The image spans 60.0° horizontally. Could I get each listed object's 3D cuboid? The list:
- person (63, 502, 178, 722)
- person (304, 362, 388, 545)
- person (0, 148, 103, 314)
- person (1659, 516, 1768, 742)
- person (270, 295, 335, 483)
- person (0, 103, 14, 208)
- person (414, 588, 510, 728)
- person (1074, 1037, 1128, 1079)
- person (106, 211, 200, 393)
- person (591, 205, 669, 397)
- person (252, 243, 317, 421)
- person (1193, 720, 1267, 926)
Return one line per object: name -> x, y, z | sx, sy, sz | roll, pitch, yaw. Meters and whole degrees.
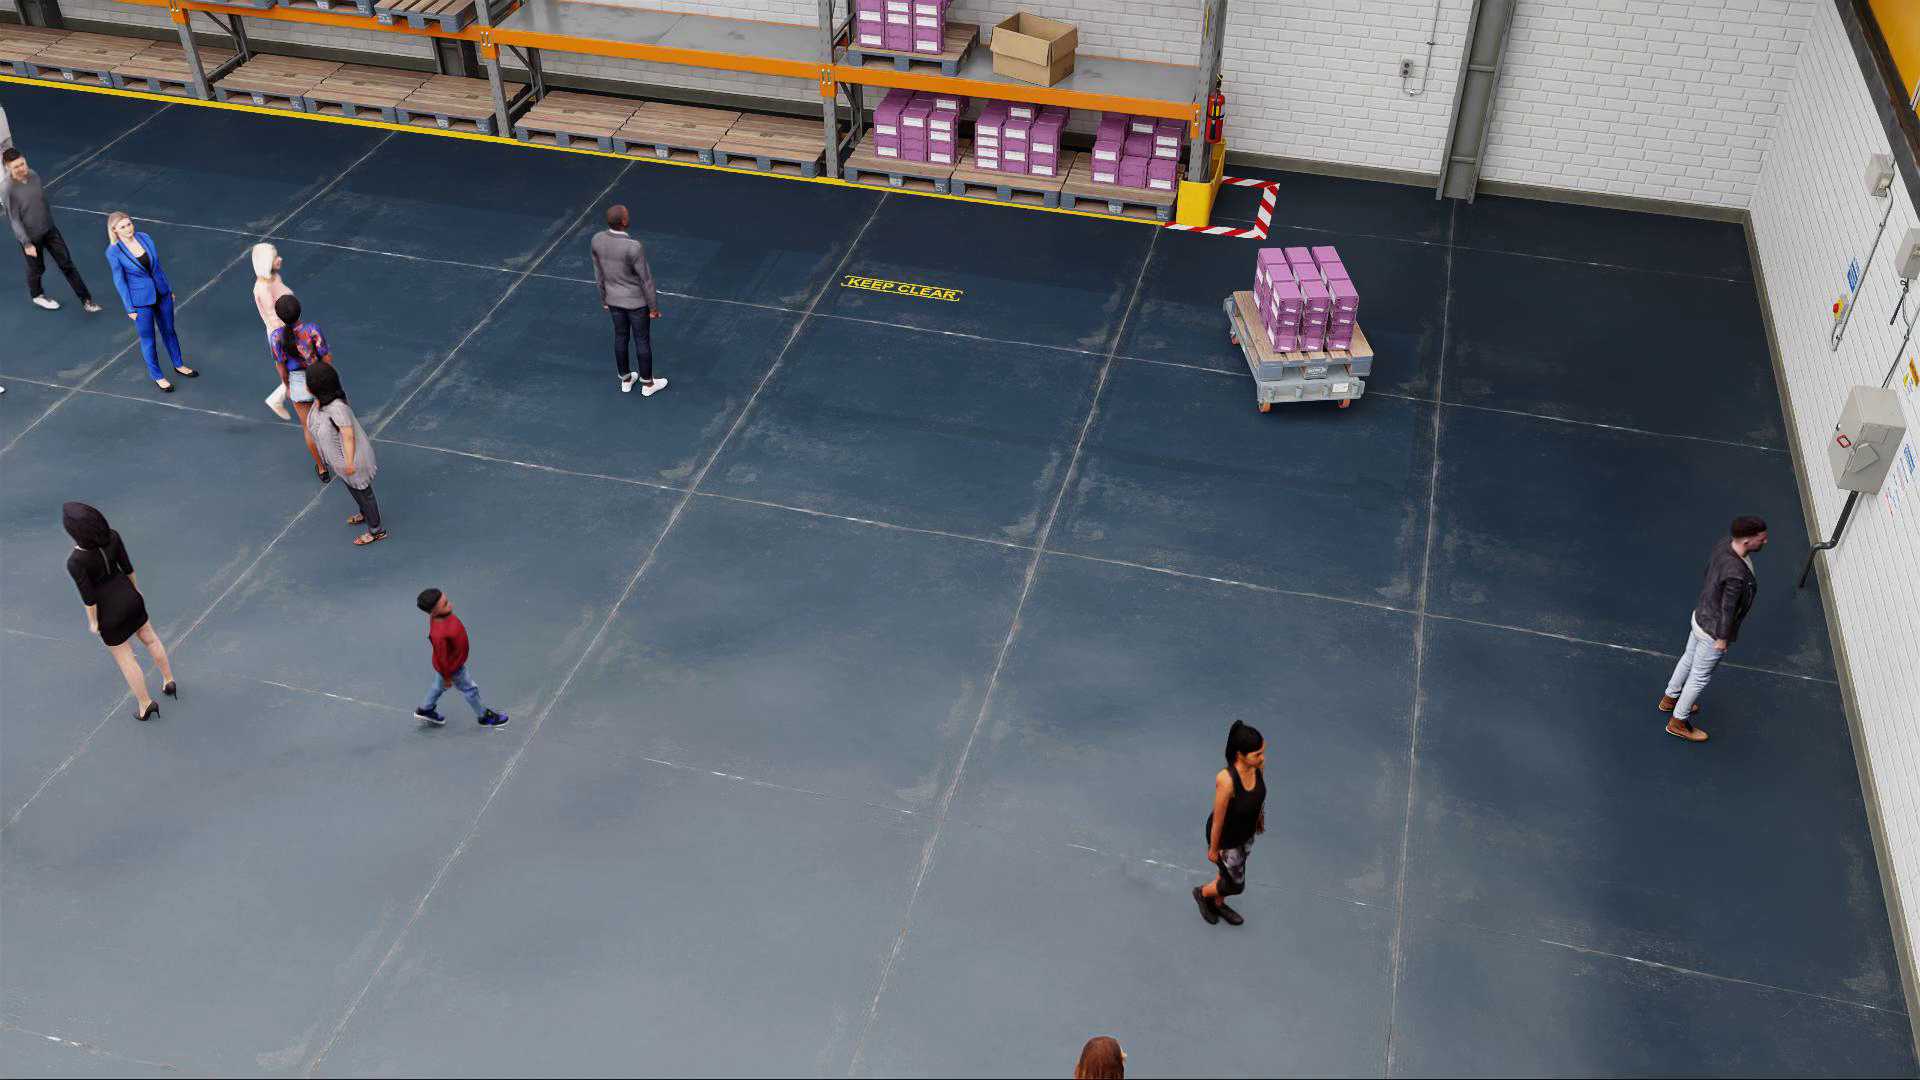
person -> -5.756, 0.484, 11.377 | 0.509, 1.806, 0.607 | 14, 41, 17
person -> -4.801, -0.708, 13.028 | 0.825, 1.609, 0.770 | -17, 42, -20
person -> -8.774, -2.916, 15.699 | 1.157, 1.725, 0.772 | 13, 41, 16
person -> 5.096, 0.565, 11.251 | 0.567, 1.837, 0.676 | 5, 39, 7
person -> -5.304, -1.249, 13.598 | 0.630, 1.743, 0.732 | -12, 40, -14
person -> -10.079, -4.193, 17.329 | 0.610, 1.688, 0.655 | 0, 39, 0
person -> -3.563, 0.827, 11.403 | 0.933, 1.239, 0.750 | -8, 39, -10
person -> 0.669, 3.019, 8.278 | 0.678, 1.712, 0.646 | -11, 40, -13
person -> -7.204, -2.137, 14.745 | 0.623, 1.700, 0.674 | 19, 42, 22
person -> -2.929, -2.101, 14.606 | 0.565, 1.816, 0.816 | 15, 41, 18
person -> -5.848, -1.743, 14.237 | 0.889, 1.717, 0.781 | -6, 39, -7
person -> 1.573, 1.706, 9.973 | 0.730, 1.650, 0.704 | 29, 47, 31
